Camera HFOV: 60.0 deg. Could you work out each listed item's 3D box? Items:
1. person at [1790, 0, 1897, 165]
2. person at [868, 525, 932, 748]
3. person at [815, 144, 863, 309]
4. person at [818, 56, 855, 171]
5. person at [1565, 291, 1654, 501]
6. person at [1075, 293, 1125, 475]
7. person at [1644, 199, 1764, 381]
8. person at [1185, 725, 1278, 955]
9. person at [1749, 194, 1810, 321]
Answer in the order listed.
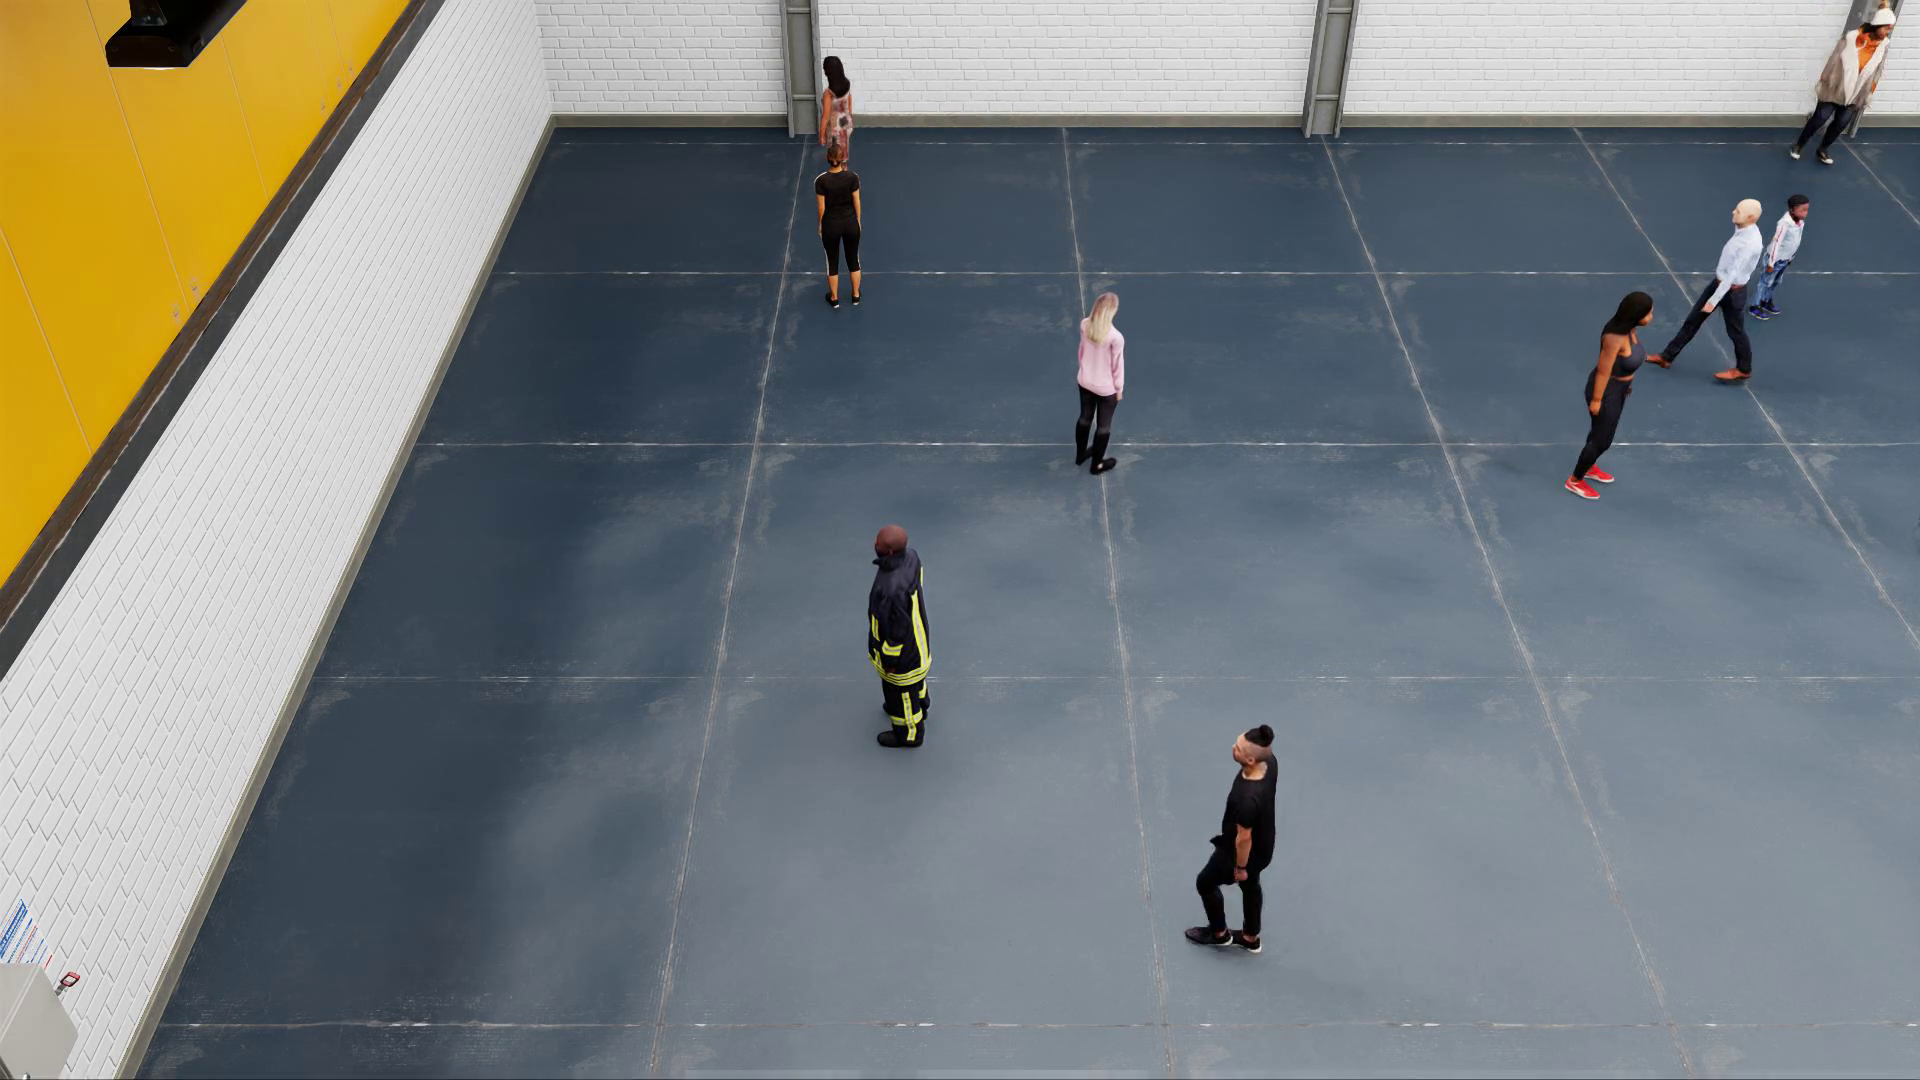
[{"bbox_3d":[9.700,-5.029,18.273,0.714,1.860,0.878,14,41,17],"label":"person"},{"bbox_3d":[-0.390,0.619,11.233,0.717,1.819,0.771,6,39,7],"label":"person"},{"bbox_3d":[-1.148,-3.010,15.897,0.533,1.669,0.687,-8,39,-10],"label":"person"},{"bbox_3d":[-1.214,-4.302,17.541,0.823,1.638,0.785,19,42,22],"label":"person"},{"bbox_3d":[5.232,-1.233,13.560,0.854,1.809,0.840,23,44,26],"label":"person"},{"bbox_3d":[1.133,-1.293,13.735,0.688,1.685,0.749,32,48,33],"label":"person"},{"bbox_3d":[6.898,-2.157,14.770,1.245,1.743,0.752,5,39,7],"label":"person"},{"bbox_3d":[1.752,1.789,9.743,0.842,1.850,0.814,16,41,19],"label":"person"},{"bbox_3d":[7.827,-2.731,15.876,0.551,1.259,0.624,-22,44,-25],"label":"person"}]
